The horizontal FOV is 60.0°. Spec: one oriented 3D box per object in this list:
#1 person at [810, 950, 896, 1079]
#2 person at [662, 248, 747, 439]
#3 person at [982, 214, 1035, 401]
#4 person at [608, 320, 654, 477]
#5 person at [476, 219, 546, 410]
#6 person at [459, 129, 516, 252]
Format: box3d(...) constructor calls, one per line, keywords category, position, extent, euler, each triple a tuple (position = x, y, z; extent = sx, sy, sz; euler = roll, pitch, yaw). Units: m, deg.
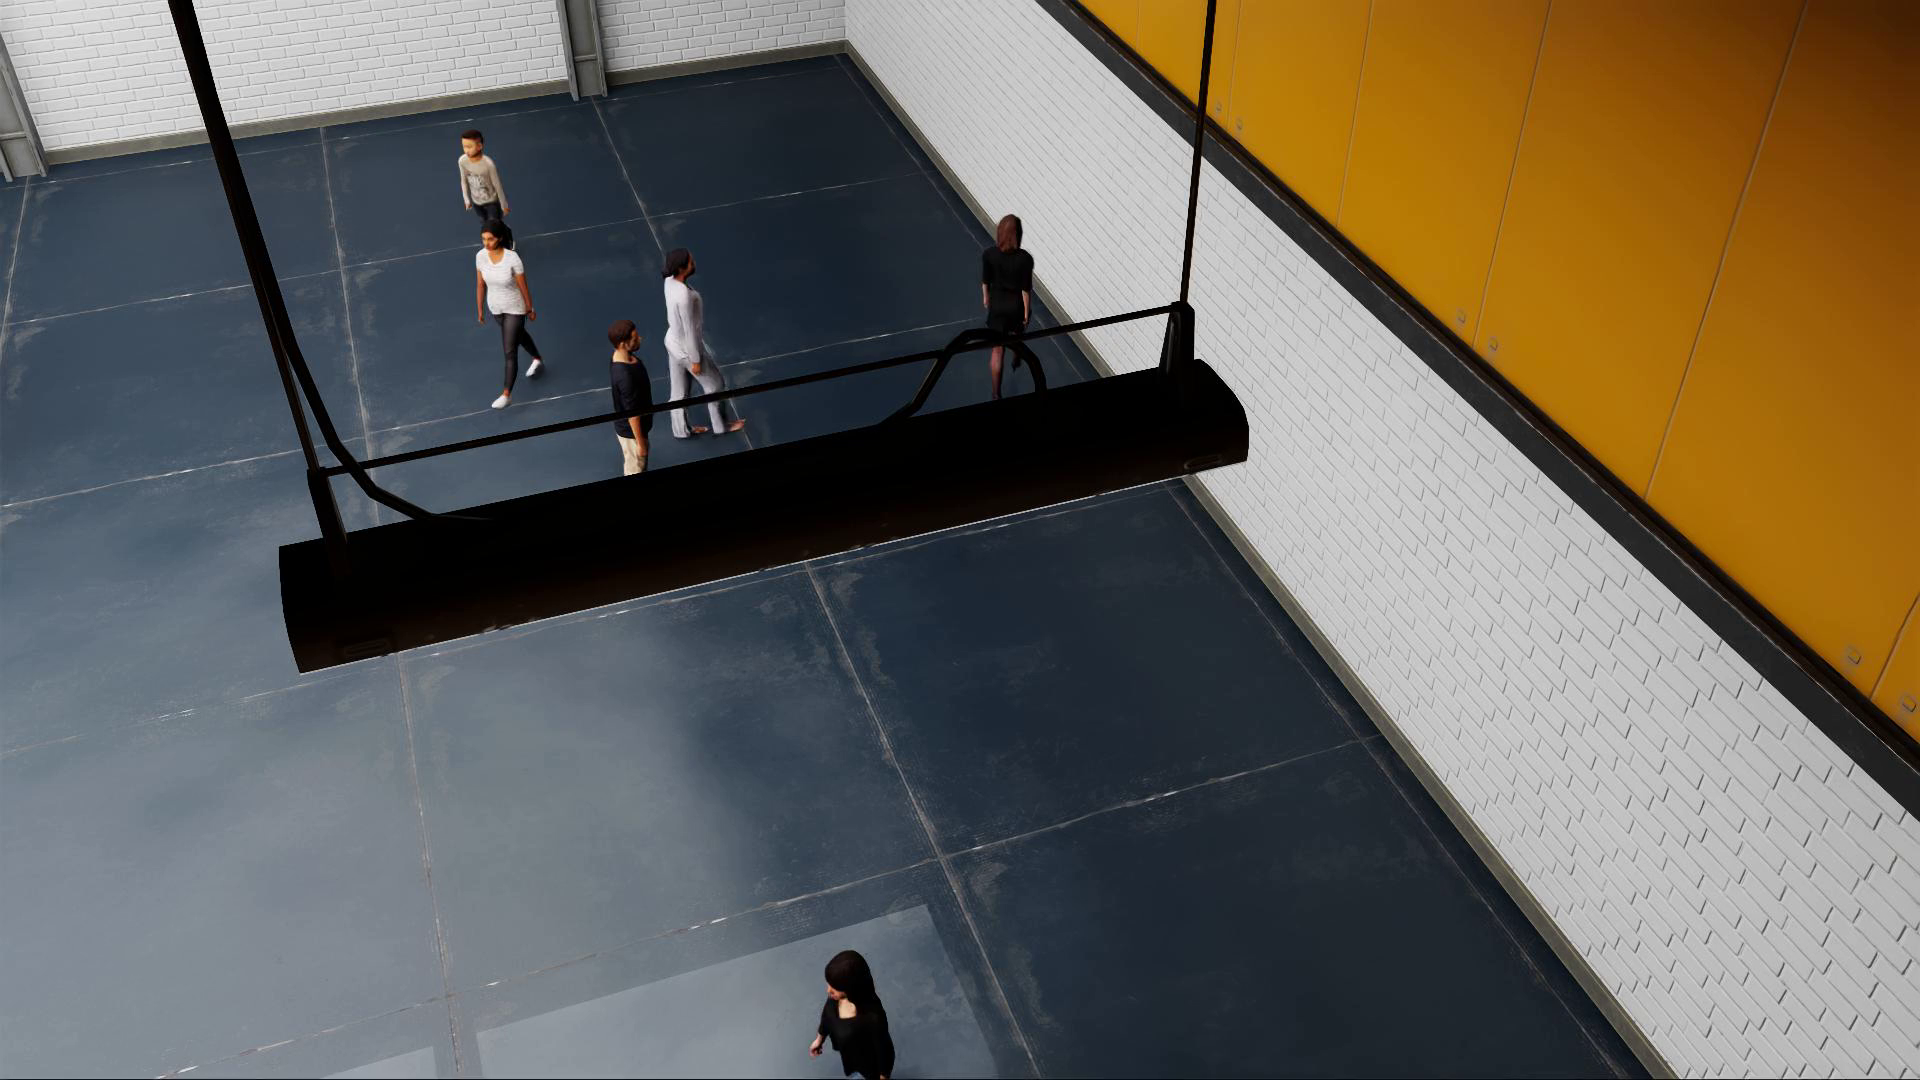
box3d(category="person", position=(-0.414, 2.543, 8.364), extent=(0.640, 1.631, 0.599), euler=(-19, 42, -22))
box3d(category="person", position=(-2.278, -1.537, 13.402), extent=(0.855, 1.719, 0.715), euler=(-18, 42, -21))
box3d(category="person", position=(0.372, -1.861, 13.858), extent=(1.077, 1.657, 1.011), euler=(8, 39, 10))
box3d(category="person", position=(-2.458, -0.843, 12.428), extent=(0.538, 1.851, 0.638), euler=(-11, 40, -13))
box3d(category="person", position=(-3.781, -1.981, 14.059), extent=(1.078, 1.593, 1.090), euler=(13, 40, 16))
box3d(category="person", position=(-4.442, -3.237, 15.758), extent=(1.001, 1.435, 0.991), euler=(8, 39, 10))
